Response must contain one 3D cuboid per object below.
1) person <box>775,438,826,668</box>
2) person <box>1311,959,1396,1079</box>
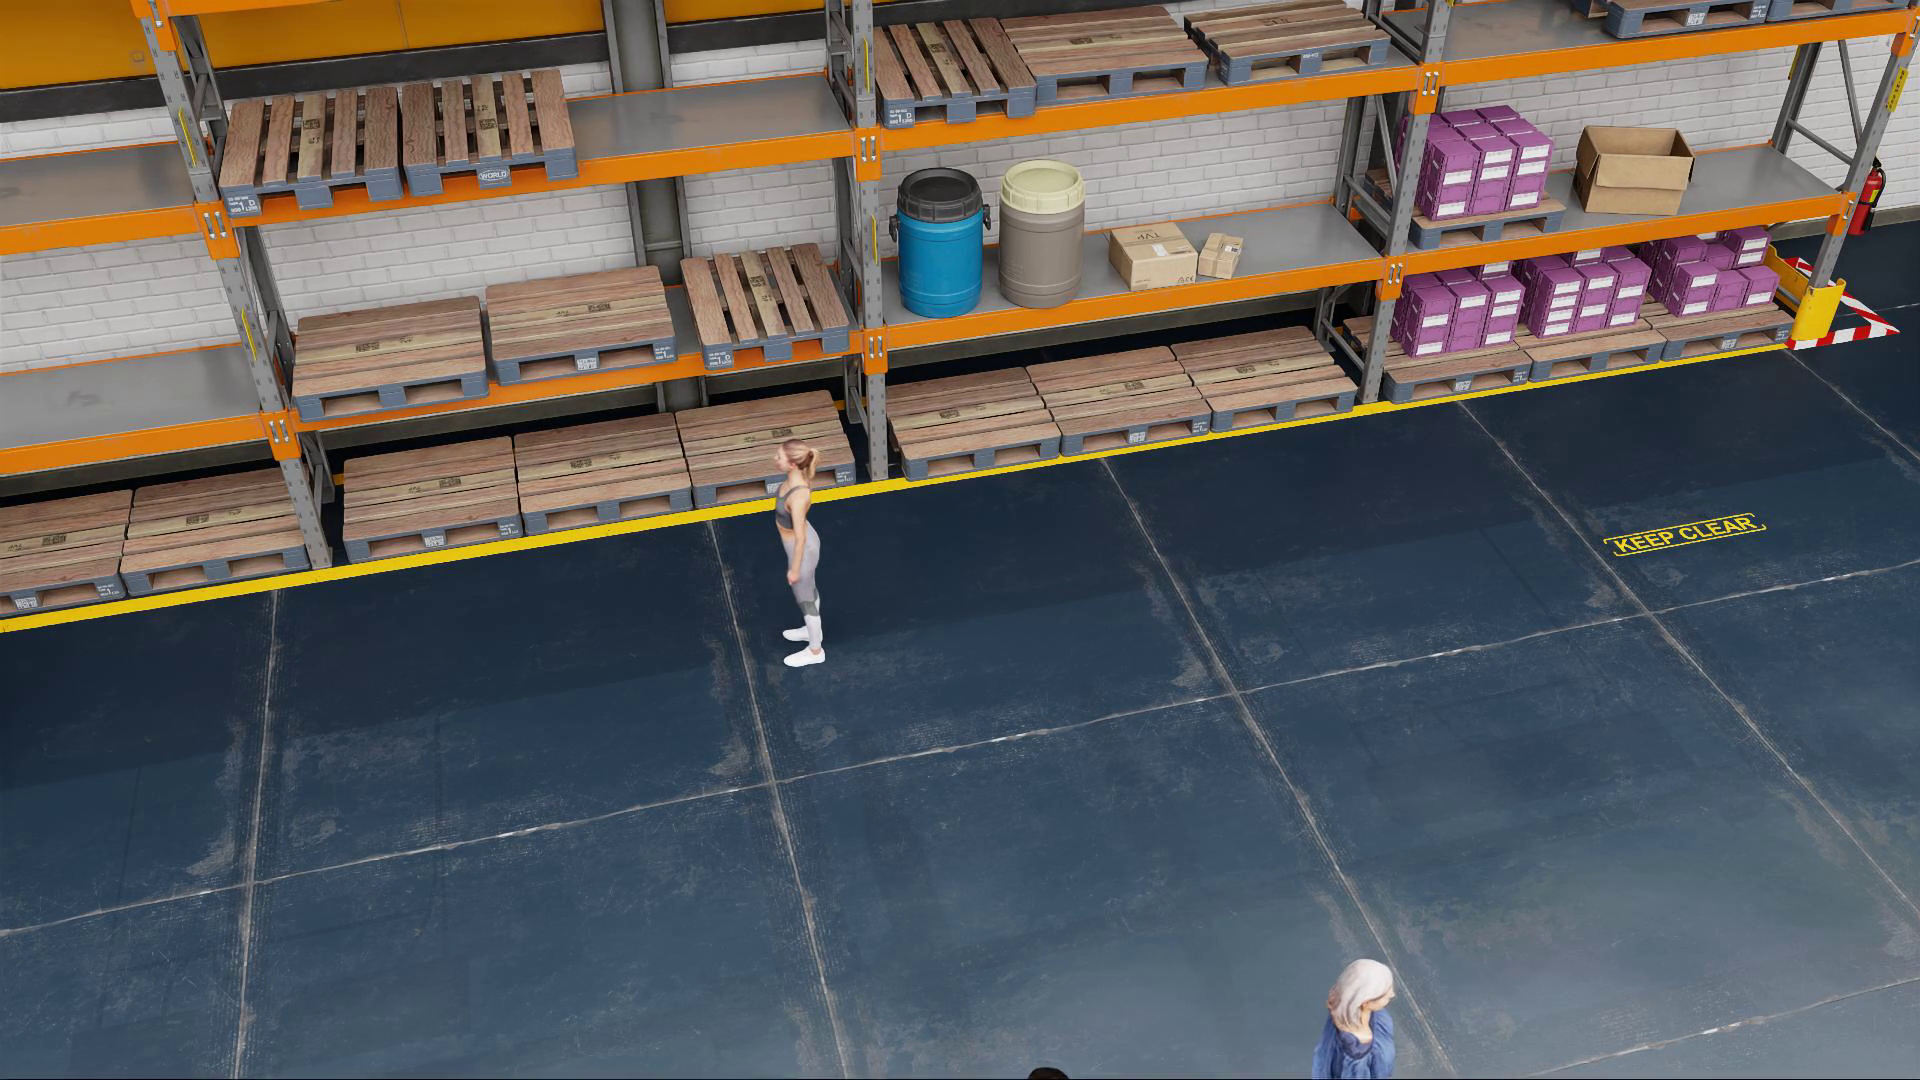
[{"bbox_3d":[-0.992,0.068,10.427,0.601,1.703,0.600,-2,39,-3],"label":"person"},{"bbox_3d":[1.706,2.448,7.455,0.682,1.703,0.687,4,39,5],"label":"person"}]
